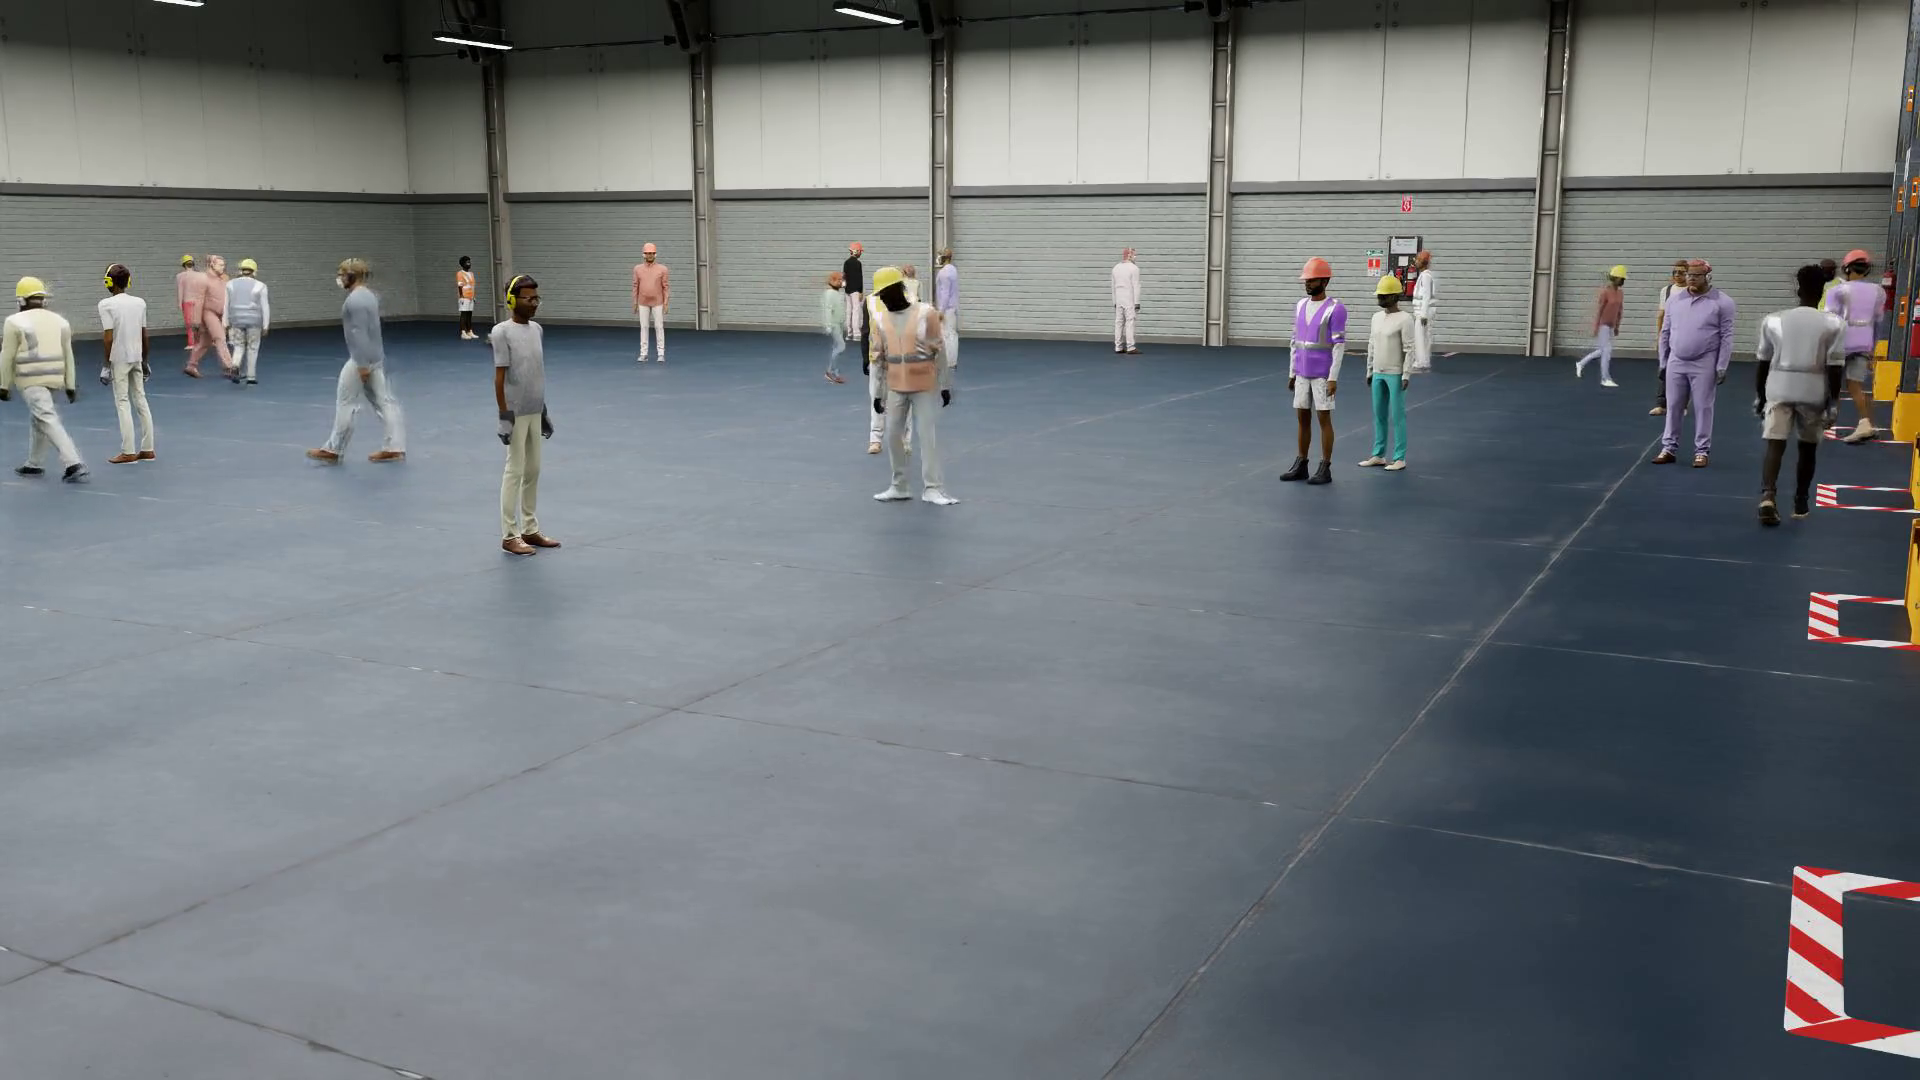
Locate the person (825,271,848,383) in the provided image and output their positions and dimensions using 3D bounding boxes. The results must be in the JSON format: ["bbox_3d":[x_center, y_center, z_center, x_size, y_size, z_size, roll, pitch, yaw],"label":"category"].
[{"bbox_3d":[-1.745,-3.047,23.877,0.348,1.617,0.529,3,11,17],"label":"person"}]

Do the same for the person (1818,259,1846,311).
[{"bbox_3d":[11.497,-2.845,22.269,0.827,1.810,0.628,-8,13,-37],"label":"person"}]

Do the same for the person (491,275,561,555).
[{"bbox_3d":[-2.926,-0.840,11.192,0.310,1.865,0.531,4,11,20],"label":"person"}]

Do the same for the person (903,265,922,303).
[{"bbox_3d":[-0.914,-4.116,29.783,0.523,1.595,0.855,-7,13,-34],"label":"person"}]

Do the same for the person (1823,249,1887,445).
[{"bbox_3d":[9.142,-1.973,17.054,0.685,1.995,0.865,0,10,-2],"label":"person"}]

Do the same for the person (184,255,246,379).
[{"bbox_3d":[-11.176,-3.314,24.773,0.983,1.849,0.641,0,10,-1],"label":"person"}]

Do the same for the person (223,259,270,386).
[{"bbox_3d":[-10.049,-3.054,23.447,0.623,1.799,0.545,0,10,-2],"label":"person"}]

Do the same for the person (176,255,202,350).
[{"bbox_3d":[-14.334,-4.424,31.014,0.318,1.766,0.535,9,14,40],"label":"person"}]

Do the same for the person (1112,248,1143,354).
[{"bbox_3d":[3.022,-4.294,29.927,0.400,1.905,0.643,-8,13,-37],"label":"person"}]

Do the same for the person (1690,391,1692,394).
[{"bbox_3d":[9.600,-2.668,21.912,0.850,1.593,0.507,-5,11,-23],"label":"person"}]

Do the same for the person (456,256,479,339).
[{"bbox_3d":[-10.154,-4.986,34.250,0.317,1.700,0.539,2,11,13],"label":"person"}]

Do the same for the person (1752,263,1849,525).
[{"bbox_3d":[6.173,-1.071,12.281,0.609,1.936,0.945,7,13,34],"label":"person"}]

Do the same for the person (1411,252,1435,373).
[{"bbox_3d":[7.088,-3.507,25.745,0.573,1.874,0.606,3,11,14],"label":"person"}]

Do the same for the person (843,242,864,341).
[{"bbox_3d":[-2.137,-5.040,33.752,0.392,1.990,0.612,-7,12,-33],"label":"person"}]

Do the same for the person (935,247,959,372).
[{"bbox_3d":[-0.205,-3.608,26.087,0.374,1.939,0.629,2,11,13],"label":"person"}]

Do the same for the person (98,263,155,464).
[{"bbox_3d":[-7.831,-1.648,15.585,0.319,1.871,0.532,4,11,21],"label":"person"}]

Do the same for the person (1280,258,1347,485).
[{"bbox_3d":[3.040,-1.447,14.303,0.354,1.939,0.544,-8,13,-38],"label":"person"}]

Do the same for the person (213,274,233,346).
[{"bbox_3d":[-14.274,-4.564,32.116,0.309,1.640,0.512,3,11,16],"label":"person"}]

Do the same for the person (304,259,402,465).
[{"bbox_3d":[-5.703,-1.652,15.510,0.936,1.898,0.662,-1,10,-7],"label":"person"}]

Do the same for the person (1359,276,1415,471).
[{"bbox_3d":[3.894,-1.514,15.143,0.326,1.765,0.530,-6,12,-28],"label":"person"}]

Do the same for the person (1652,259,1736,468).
[{"bbox_3d":[6.753,-1.621,15.342,0.643,1.908,0.399,10,14,44],"label":"person"}]

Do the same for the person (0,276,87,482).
[{"bbox_3d":[-7.970,-1.394,14.455,0.961,1.784,0.582,4,11,19],"label":"person"}]

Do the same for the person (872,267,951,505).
[{"bbox_3d":[-0.370,-1.207,13.176,0.716,1.880,0.385,4,11,20],"label":"person"}]

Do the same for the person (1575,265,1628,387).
[{"bbox_3d":[9.120,-3.051,23.660,0.530,1.727,0.716,-8,13,-36],"label":"person"}]

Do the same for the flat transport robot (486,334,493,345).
[{"bbox_3d":[-8.667,-3.838,31.890,0.652,0.197,1.431,-4,11,-22],"label":"flat transport robot"}]

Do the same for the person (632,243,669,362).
[{"bbox_3d":[-5.223,-4.007,28.097,0.622,1.996,0.369,0,10,2],"label":"person"}]

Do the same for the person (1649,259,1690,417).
[{"bbox_3d":[8.451,-2.366,19.568,0.506,1.846,0.350,10,14,43],"label":"person"}]

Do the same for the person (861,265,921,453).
[{"bbox_3d":[-0.663,-1.759,16.285,0.621,1.838,0.429,0,10,0],"label":"person"}]
